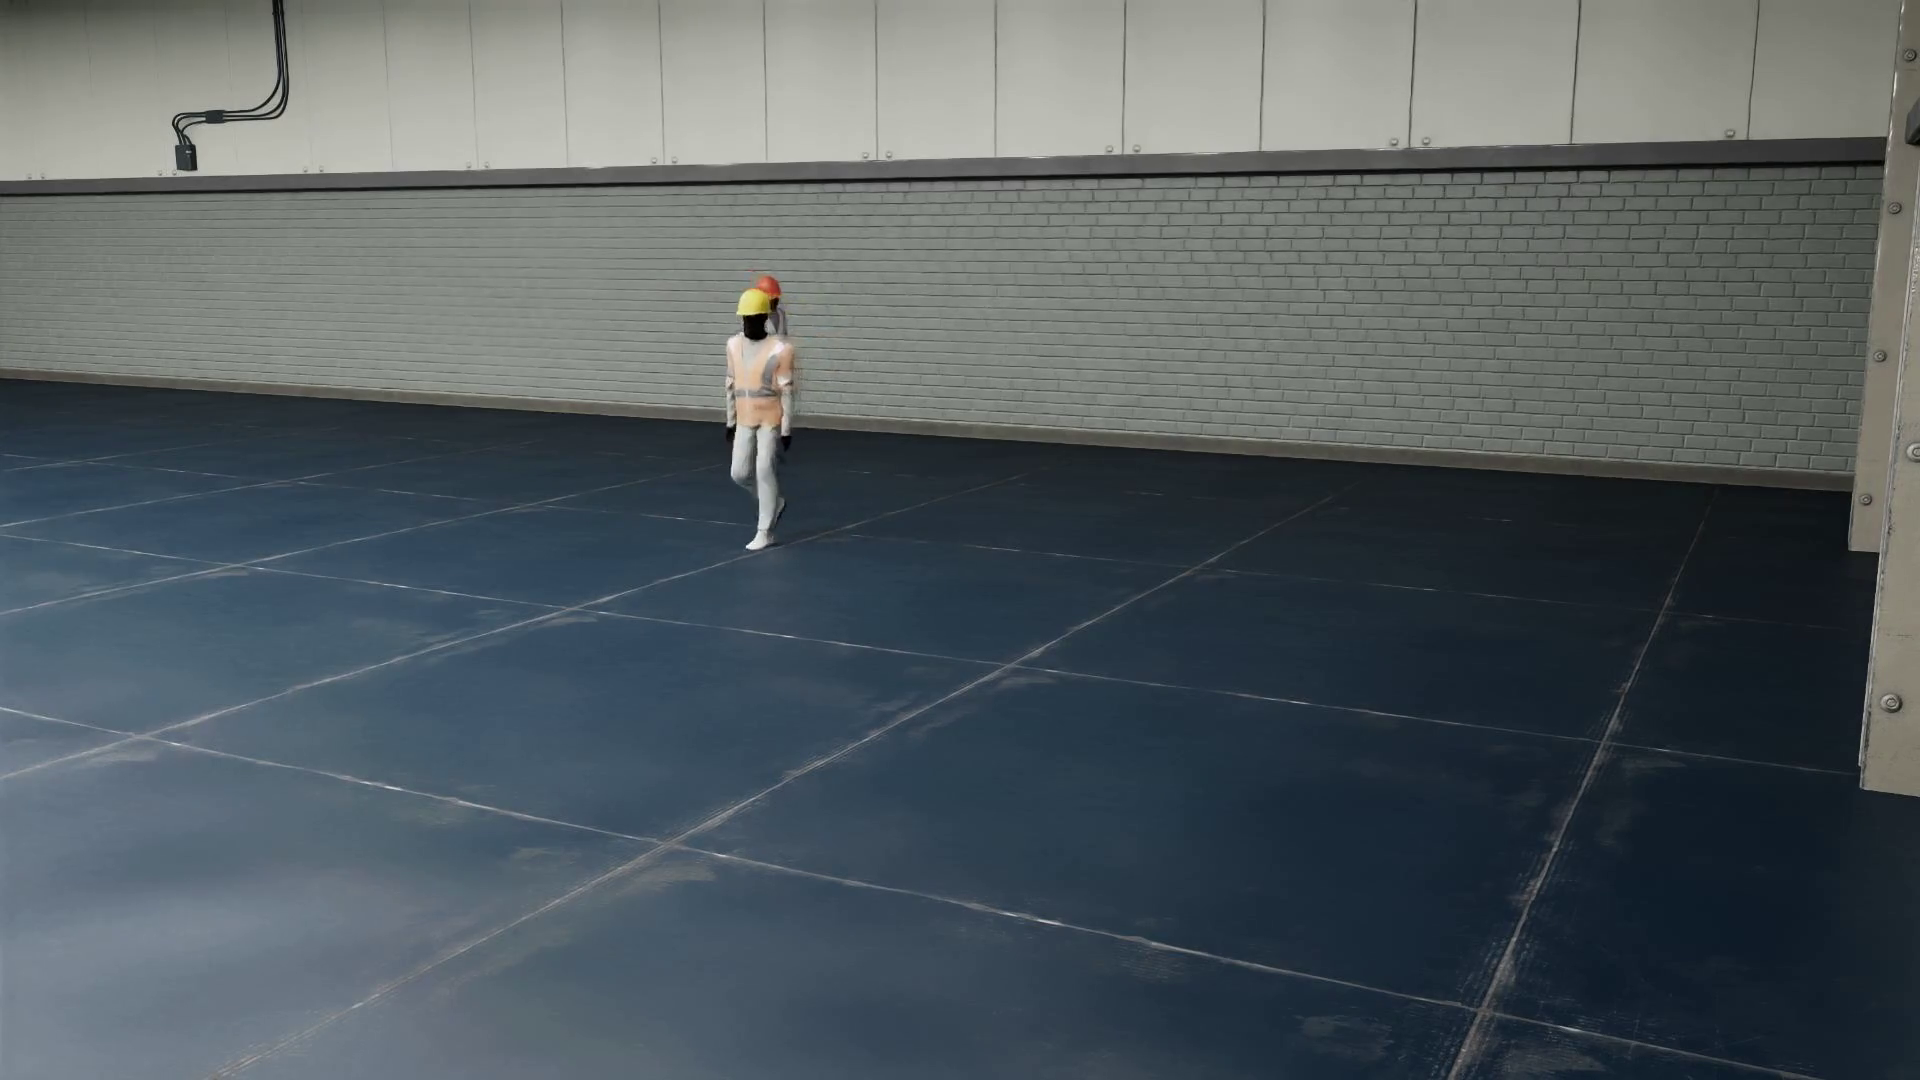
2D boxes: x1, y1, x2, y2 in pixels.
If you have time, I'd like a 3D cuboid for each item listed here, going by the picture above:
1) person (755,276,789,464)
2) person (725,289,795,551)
[{"bbox_3d":[-1.966,-1.740,16.984,0.688,1.886,0.610,7,12,32],"label":"person"},{"bbox_3d":[-1.459,-0.888,12.225,0.624,1.911,0.550,6,12,30],"label":"person"}]
